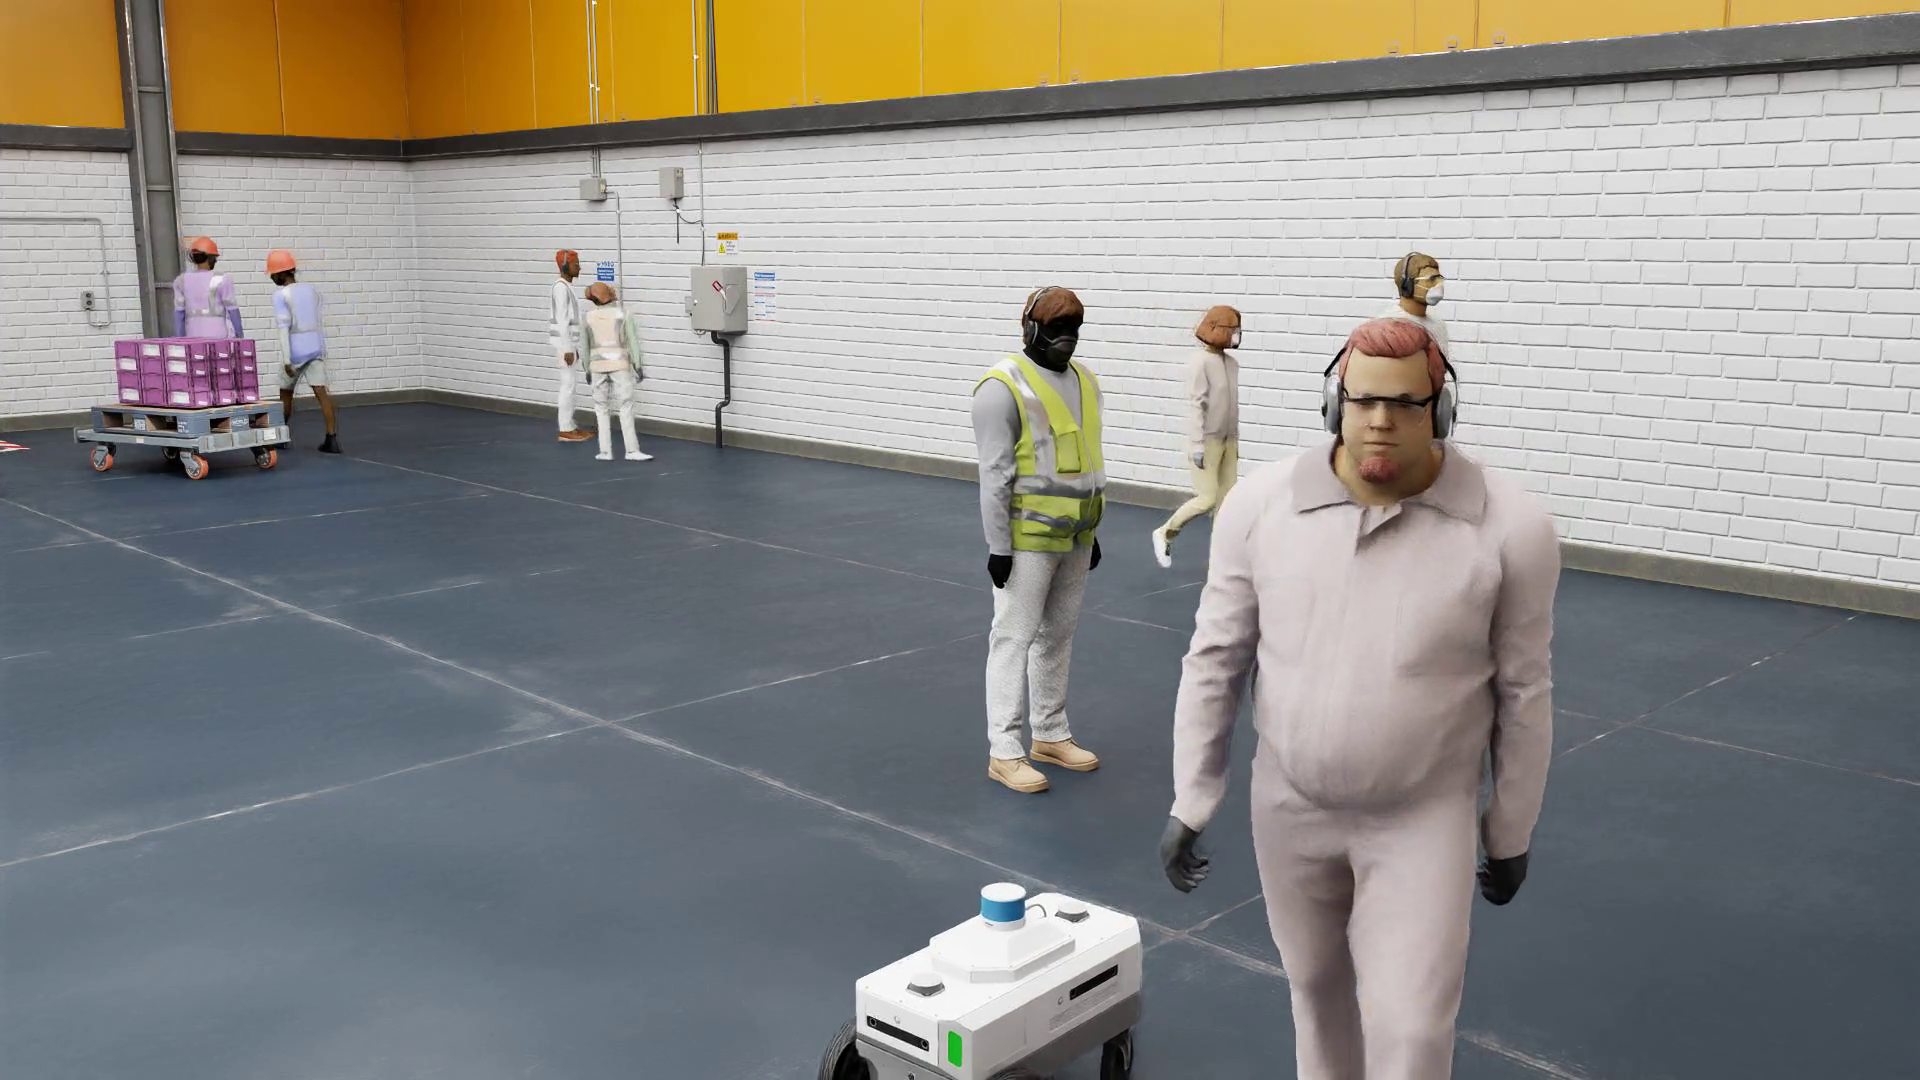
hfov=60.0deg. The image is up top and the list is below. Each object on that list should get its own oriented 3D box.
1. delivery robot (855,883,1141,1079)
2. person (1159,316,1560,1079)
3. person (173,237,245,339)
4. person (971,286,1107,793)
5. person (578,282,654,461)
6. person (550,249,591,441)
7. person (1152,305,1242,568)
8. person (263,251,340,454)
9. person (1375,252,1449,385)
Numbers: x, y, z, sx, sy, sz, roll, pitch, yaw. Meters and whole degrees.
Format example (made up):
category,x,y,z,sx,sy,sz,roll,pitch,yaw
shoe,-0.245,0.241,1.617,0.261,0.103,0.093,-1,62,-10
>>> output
category,x,y,z,sx,sy,sz,roll,pitch,yaw
delivery robot,0.099,1.022,3.770,0.477,0.478,0.707,9,14,40
person,0.715,0.536,3.100,0.667,1.873,0.888,5,12,27
person,-7.660,-2.094,17.083,0.613,1.988,1.044,2,11,10
person,0.321,-0.009,6.146,0.429,1.840,0.629,9,14,40
person,-3.081,-1.508,14.959,0.667,1.608,0.319,0,10,3
person,-3.873,-1.920,16.449,0.351,1.884,0.577,-2,11,-10
person,1.457,-0.566,9.752,0.546,1.617,0.518,9,13,39
person,-6.212,-1.745,15.521,0.993,1.862,0.598,6,12,29
person,2.275,-0.481,8.445,0.372,1.940,0.632,10,14,43
